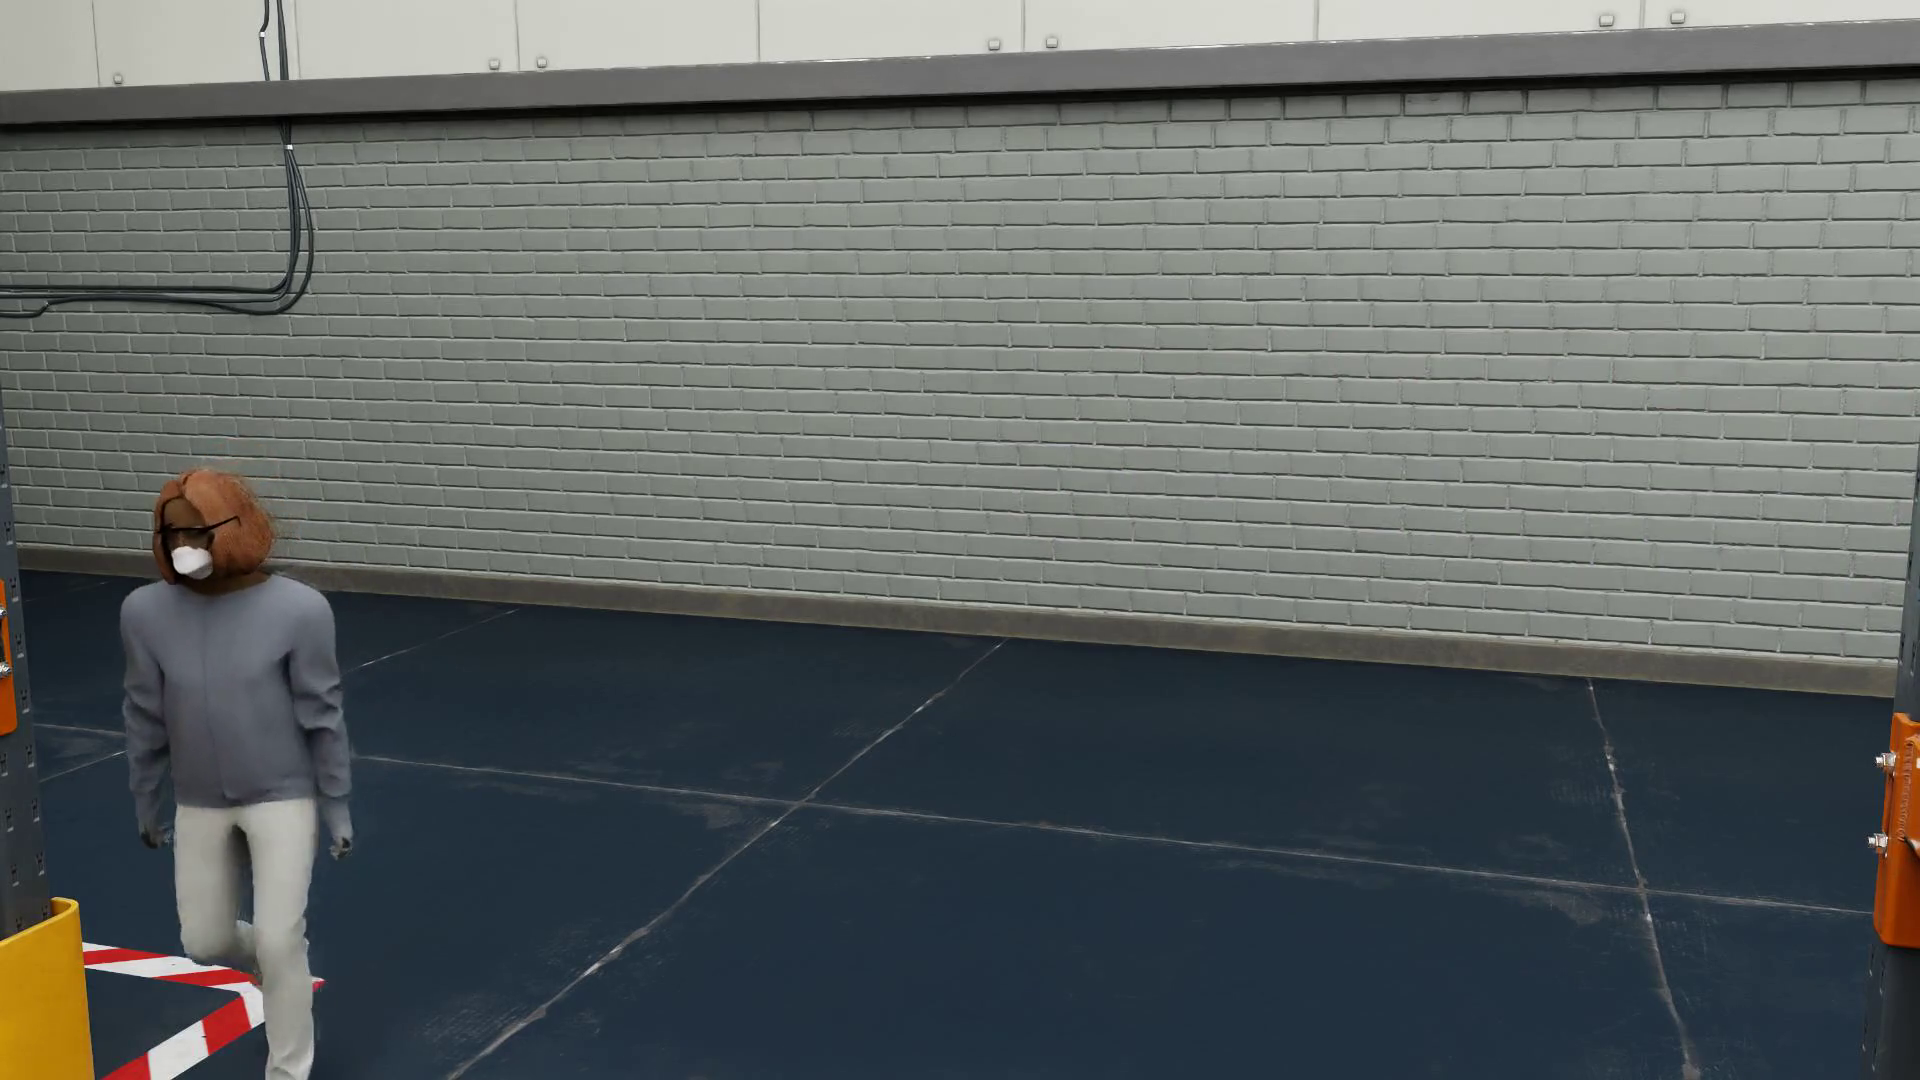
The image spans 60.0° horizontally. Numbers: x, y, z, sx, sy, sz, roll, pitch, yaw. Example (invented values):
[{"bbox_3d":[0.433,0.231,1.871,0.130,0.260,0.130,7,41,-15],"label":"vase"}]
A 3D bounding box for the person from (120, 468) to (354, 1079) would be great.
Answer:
[{"bbox_3d":[-1.692,0.606,3.985,0.533,1.608,0.545,0,10,-1],"label":"person"}]
